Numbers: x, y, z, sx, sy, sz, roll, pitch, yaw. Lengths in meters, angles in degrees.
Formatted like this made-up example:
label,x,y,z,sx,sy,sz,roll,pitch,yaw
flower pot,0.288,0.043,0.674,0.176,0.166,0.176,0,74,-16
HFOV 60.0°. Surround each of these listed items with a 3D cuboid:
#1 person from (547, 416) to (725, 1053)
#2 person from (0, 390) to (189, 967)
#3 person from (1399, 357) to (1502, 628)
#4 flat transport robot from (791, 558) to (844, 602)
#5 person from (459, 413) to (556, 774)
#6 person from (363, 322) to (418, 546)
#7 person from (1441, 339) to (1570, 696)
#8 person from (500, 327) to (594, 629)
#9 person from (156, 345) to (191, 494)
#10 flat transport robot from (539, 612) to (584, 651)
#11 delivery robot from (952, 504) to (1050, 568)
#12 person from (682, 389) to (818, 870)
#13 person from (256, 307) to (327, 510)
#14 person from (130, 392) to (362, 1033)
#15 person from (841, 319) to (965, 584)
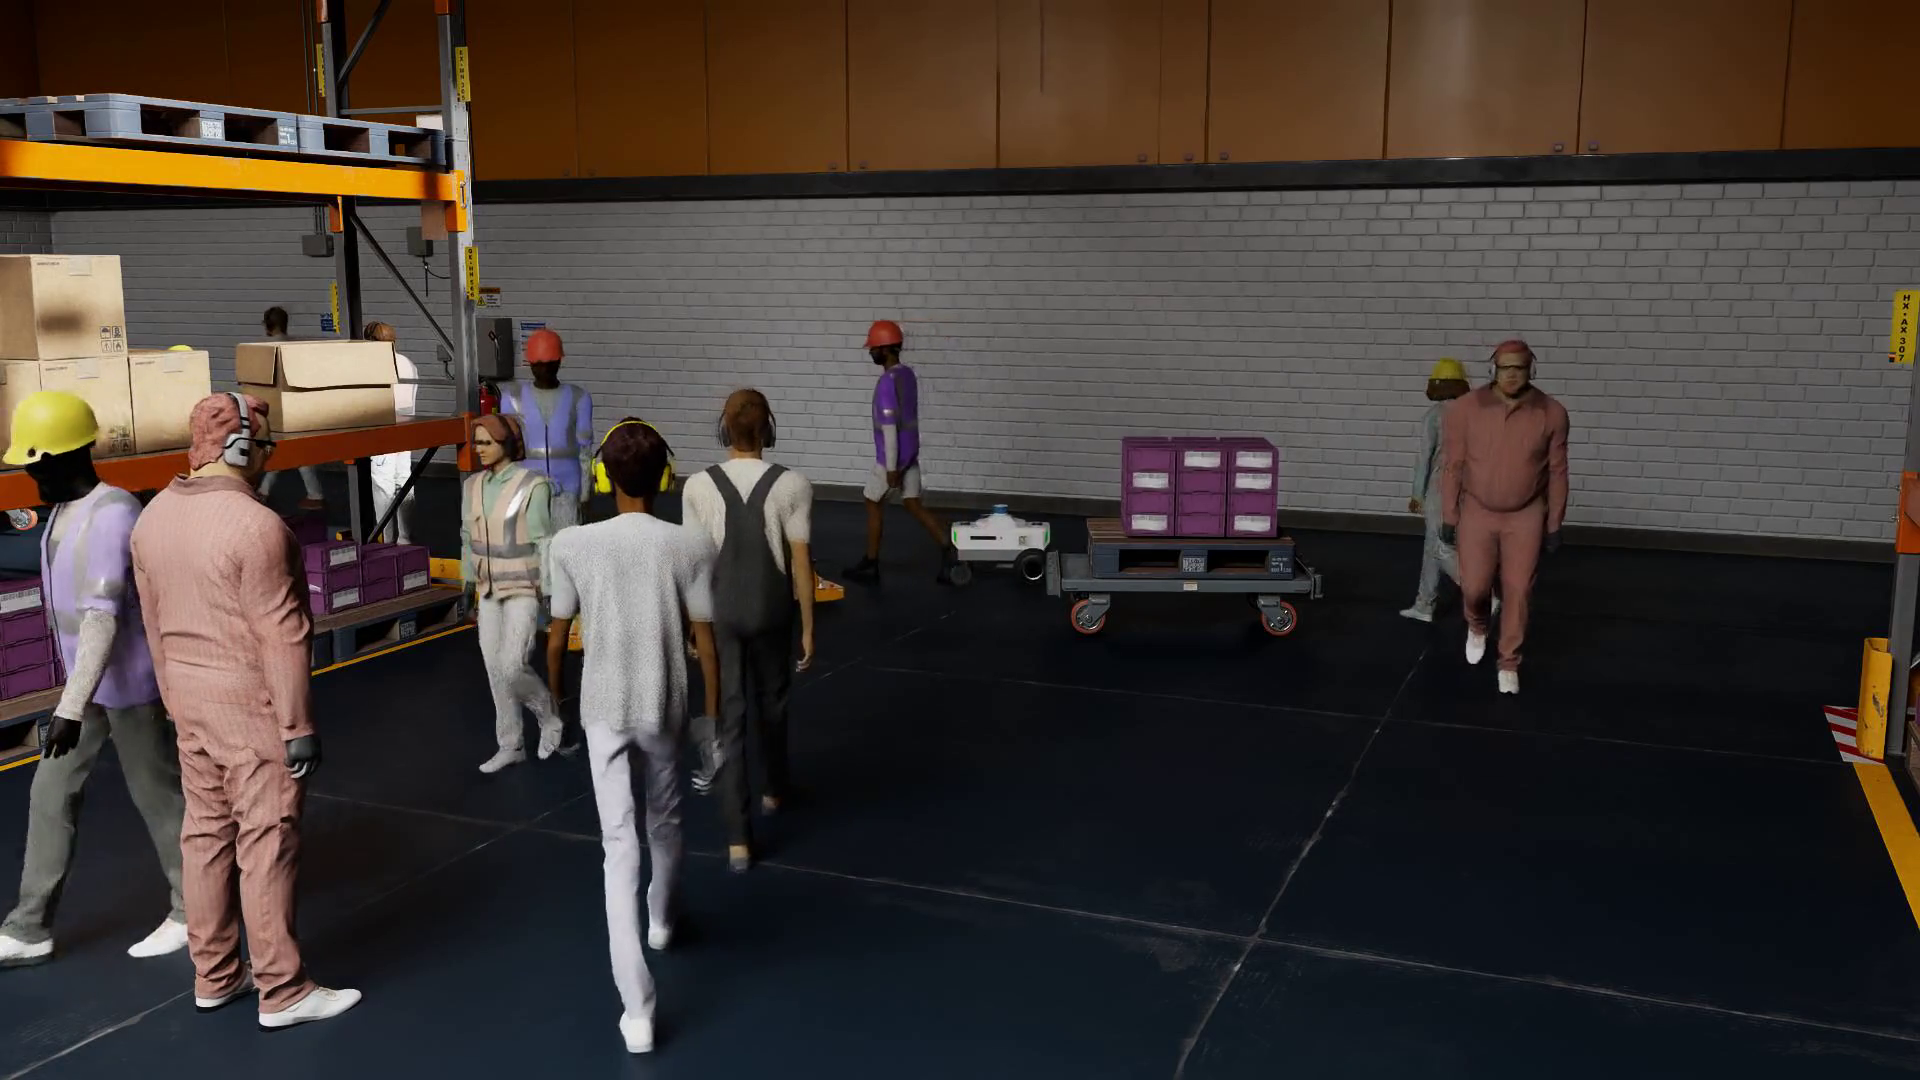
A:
label,x,y,z,sx,sy,sz,roll,pitch,yaw
person,-0.996,0.534,5.085,0.516,1.814,1.015,-2,10,-13
person,-2.818,0.473,5.269,0.588,1.878,0.867,8,13,41
person,3.114,-0.280,10.381,0.494,1.705,0.788,-7,11,-35
flat transport robot,-1.562,0.308,11.126,1.431,0.197,0.652,-5,11,-27
person,-2.024,0.244,7.412,0.534,1.623,0.370,6,11,32
person,-4.443,-0.759,12.841,0.429,1.842,0.635,3,10,15
person,2.928,-0.143,8.953,0.655,1.886,0.585,3,10,16
person,-2.481,-0.332,10.048,0.548,1.916,0.674,-2,10,-11
person,-4.948,-0.355,10.624,0.526,1.768,0.331,7,12,35
flat transport robot,-2.337,0.430,10.383,0.652,0.197,1.431,-6,11,-30
delivery robot,0.292,-0.012,11.922,0.707,0.478,0.477,0,9,3
person,-0.826,0.304,6.535,0.533,1.791,0.950,0,9,-2
person,-6.348,-1.219,15.502,1.007,1.882,0.653,3,10,16
person,-2.133,0.510,4.978,0.639,1.902,0.407,6,11,31
person,-0.392,-0.618,11.840,0.915,1.903,0.552,4,10,22
